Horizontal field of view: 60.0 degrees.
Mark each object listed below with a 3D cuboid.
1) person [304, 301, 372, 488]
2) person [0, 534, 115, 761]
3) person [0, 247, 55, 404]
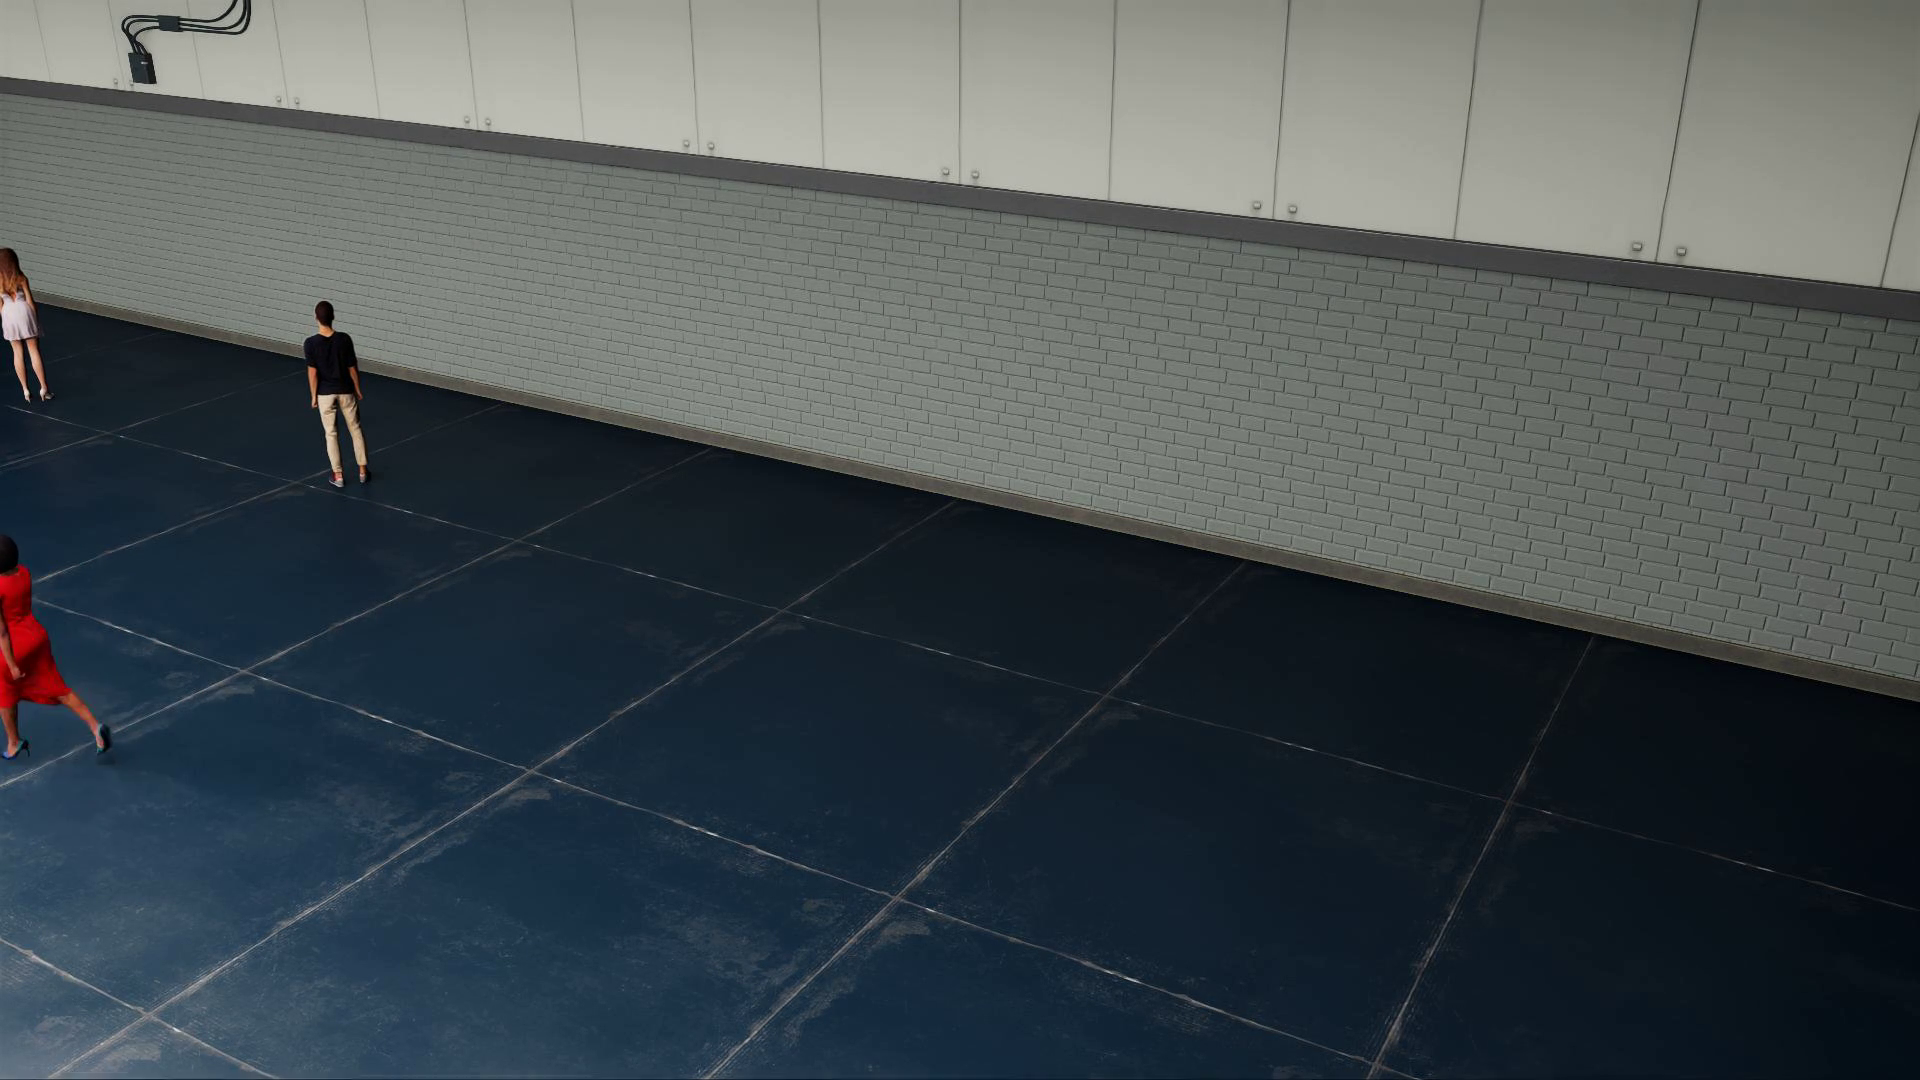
[{"bbox_3d":[-6.133,-1.441,16.369,0.642,1.859,0.766,-13,26,-27],"label":"person"},{"bbox_3d":[-6.289,0.780,11.350,0.883,1.701,1.105,5,23,11],"label":"person"},{"bbox_3d":[-10.624,-2.431,18.813,0.682,1.770,0.738,-5,23,-11],"label":"person"}]
